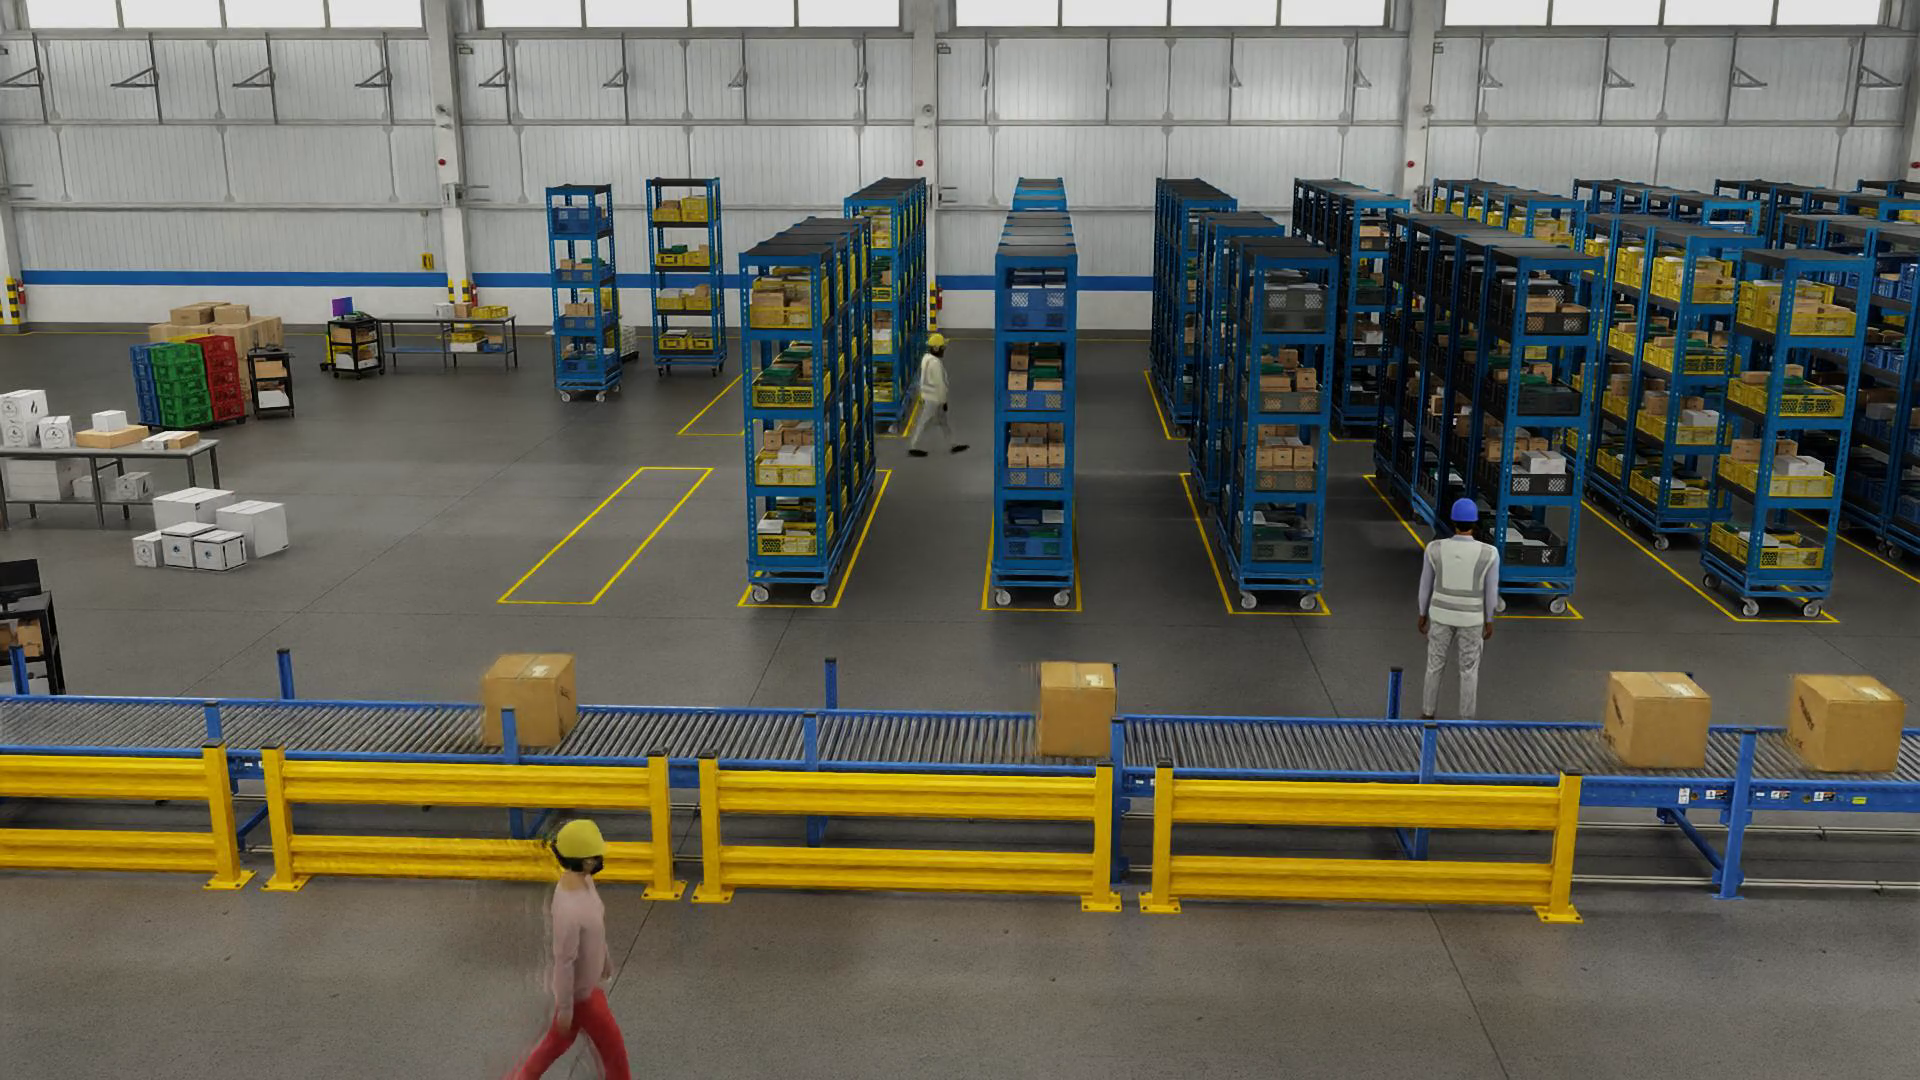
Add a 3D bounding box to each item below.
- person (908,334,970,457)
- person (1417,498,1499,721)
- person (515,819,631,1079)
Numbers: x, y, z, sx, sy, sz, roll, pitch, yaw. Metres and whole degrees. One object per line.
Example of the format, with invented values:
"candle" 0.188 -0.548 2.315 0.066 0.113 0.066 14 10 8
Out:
"person" -0.331 -2.063 23.827 0.945 1.779 0.616 -2 15 -9
"person" 4.062 0.612 13.619 0.623 1.935 0.436 7 17 25
"person" -1.907 2.171 8.211 0.905 1.724 0.533 -2 15 -7
